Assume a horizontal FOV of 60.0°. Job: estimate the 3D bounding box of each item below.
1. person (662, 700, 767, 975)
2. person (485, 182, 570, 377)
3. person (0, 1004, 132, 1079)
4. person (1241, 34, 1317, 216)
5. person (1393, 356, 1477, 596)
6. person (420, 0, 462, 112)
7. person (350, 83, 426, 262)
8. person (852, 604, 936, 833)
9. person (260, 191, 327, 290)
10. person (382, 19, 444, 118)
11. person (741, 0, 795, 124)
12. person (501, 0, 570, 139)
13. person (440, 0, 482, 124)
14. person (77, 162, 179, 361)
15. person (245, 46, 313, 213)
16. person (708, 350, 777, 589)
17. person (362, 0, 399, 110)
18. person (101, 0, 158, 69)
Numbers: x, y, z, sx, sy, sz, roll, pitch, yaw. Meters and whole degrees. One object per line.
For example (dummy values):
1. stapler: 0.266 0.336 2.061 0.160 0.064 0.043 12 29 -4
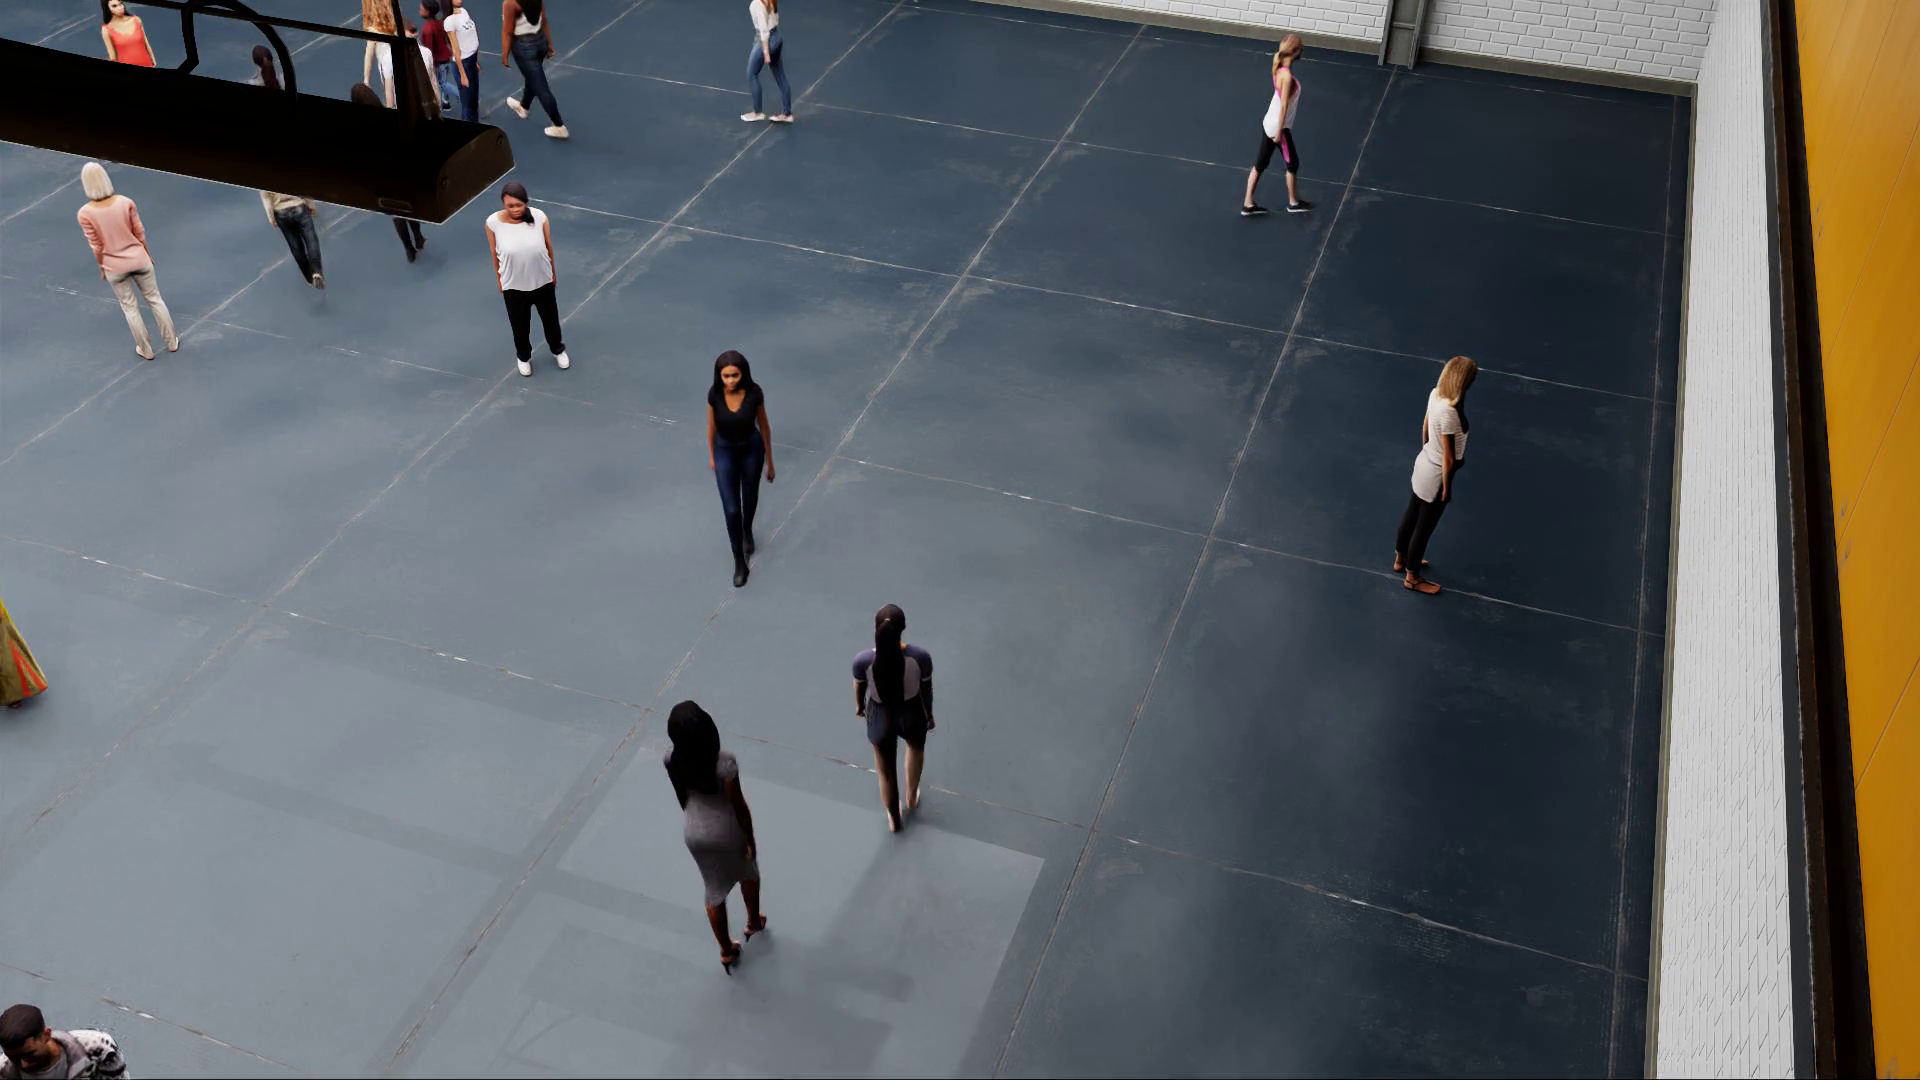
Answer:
1. person: -1.273 1.602 8.723 0.639 1.754 0.729 15 41 18
2. person: -3.495 -2.125 13.447 0.748 1.683 0.826 -11 40 -14
3. person: -3.845 2.580 7.446 1.180 1.819 1.185 -12 40 -15
4. person: 2.873 -3.837 15.527 1.048 1.762 0.877 -5 39 -6
5. person: 3.193 -0.451 11.238 0.664 1.823 0.672 -3 39 -4
6. person: -5.423 -5.064 17.481 0.795 1.241 0.614 4 39 5
7. person: -5.100 -3.271 14.943 0.745 1.606 0.813 -1 39 -1
8. person: -0.358 1.079 9.471 0.661 1.638 0.766 -3 39 -3
9. person: -5.818 -2.818 14.501 0.824 1.449 0.888 -16 41 -19
10. person: -5.184 -4.061 15.748 0.798 1.837 0.808 -29 47 -31
11. person: -1.892 -5.108 17.159 0.760 1.711 0.575 12 40 15
12. person: -4.287 -4.931 16.897 1.199 1.762 0.803 21 43 24
13. person: -4.939 -4.684 16.576 0.604 1.776 0.641 2 39 3
14. person: -6.829 -2.276 13.602 0.676 1.724 0.693 -25 45 -28
15. person: -6.289 -3.747 15.490 0.781 1.668 0.843 -14 41 -17
16. person: -1.524 -0.620 11.540 0.982 1.712 0.927 -5 39 -6
17. person: -5.481 -4.499 16.399 1.188 1.708 0.692 17 42 20
18. person: -8.235 -4.654 16.595 0.936 1.706 0.742 25 45 28
